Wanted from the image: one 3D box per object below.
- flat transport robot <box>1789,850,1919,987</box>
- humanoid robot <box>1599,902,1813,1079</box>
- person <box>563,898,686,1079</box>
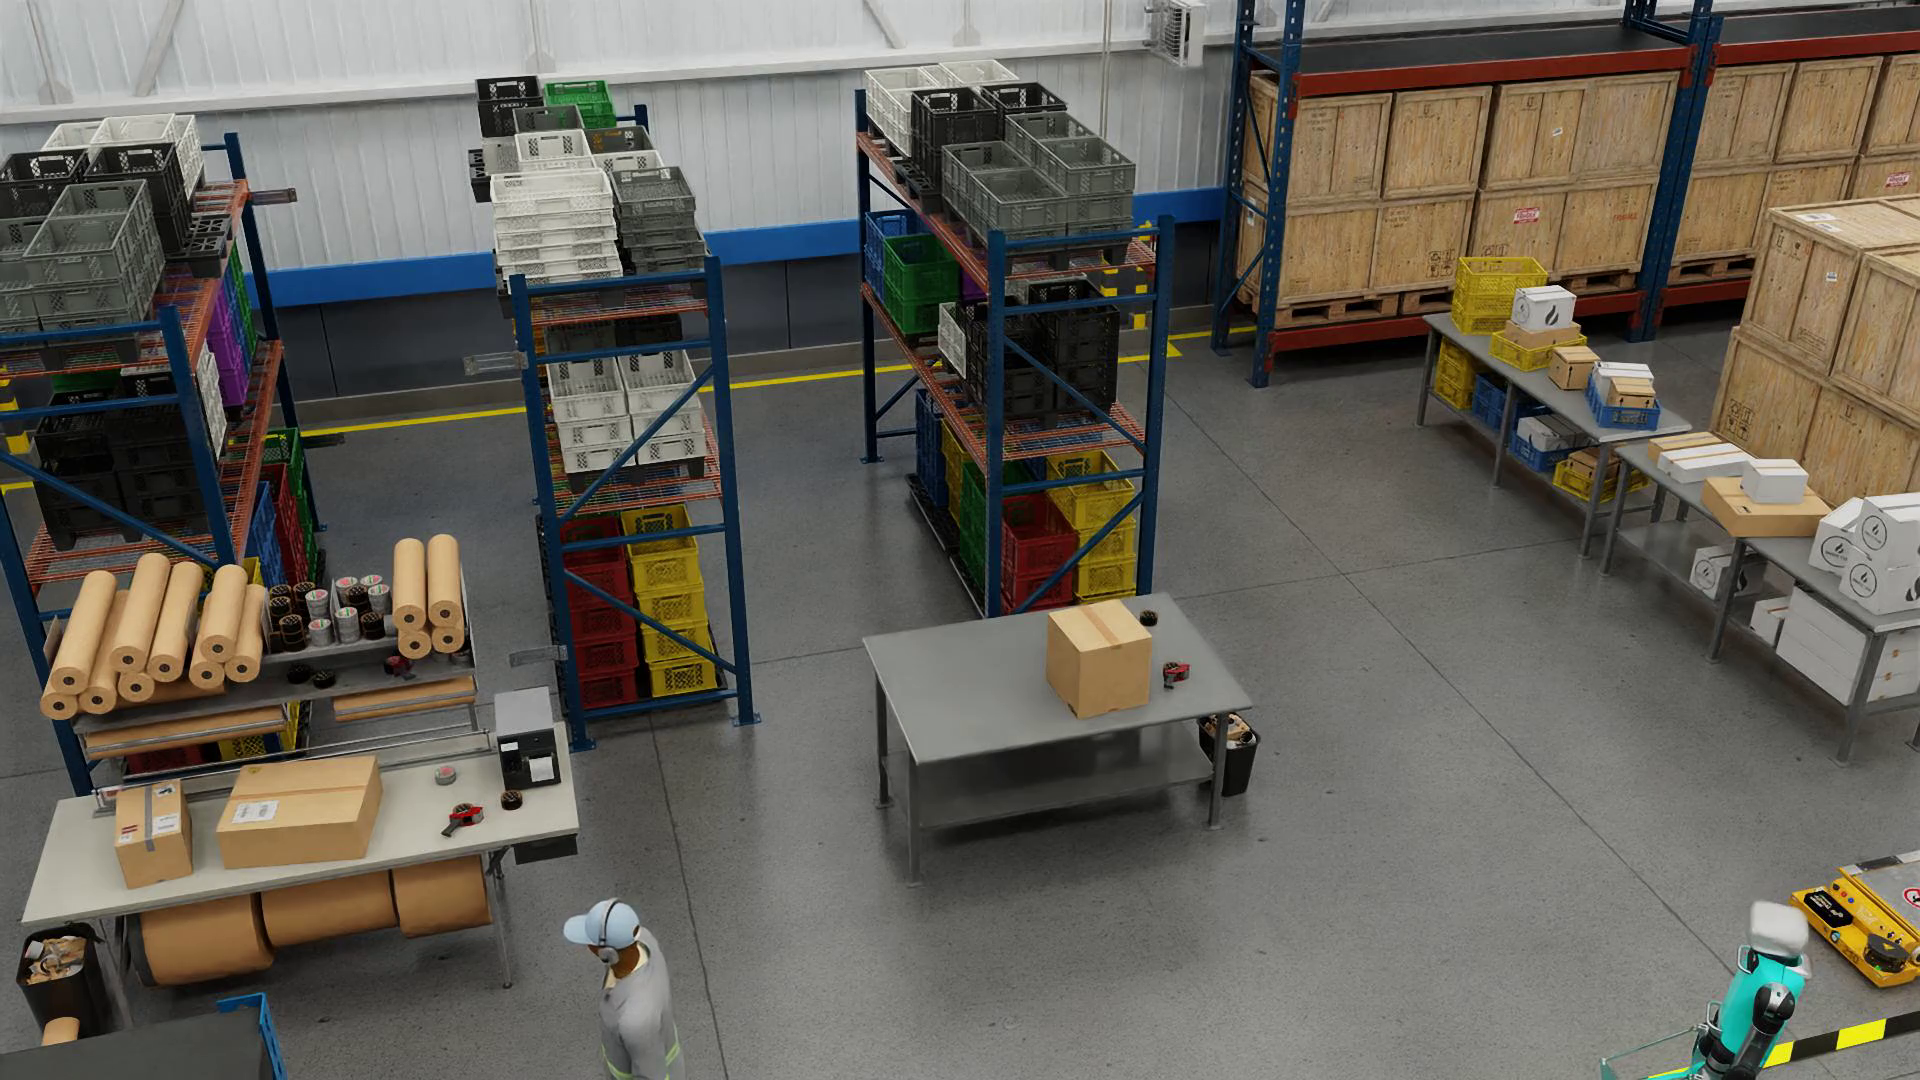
[{"bbox_3d":[5.163,1.916,8.676,1.431,0.231,0.659,-8,30,-14],"label":"flat transport robot"},{"bbox_3d":[2.862,2.098,6.678,0.735,1.680,0.533,12,31,21],"label":"humanoid robot"},{"bbox_3d":[-1.286,2.153,6.601,0.393,1.849,0.592,-6,29,-11],"label":"person"}]
